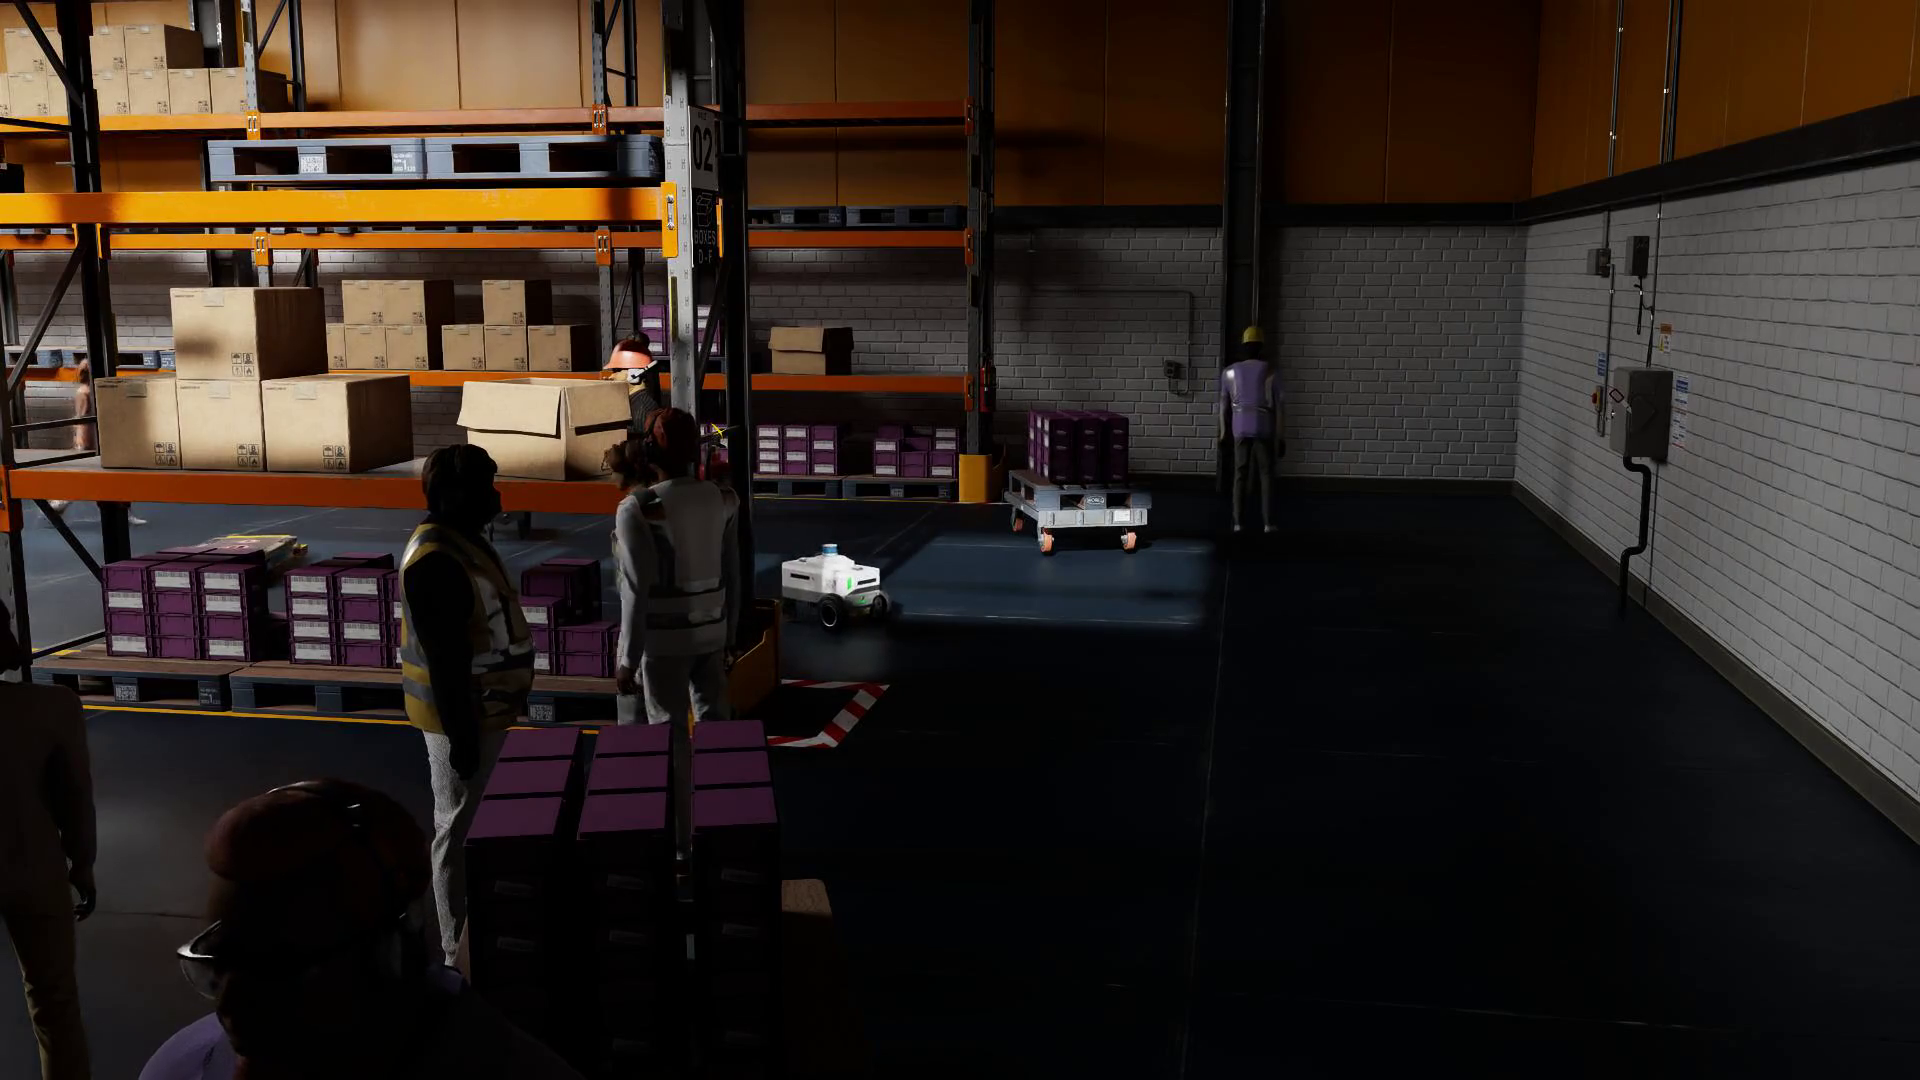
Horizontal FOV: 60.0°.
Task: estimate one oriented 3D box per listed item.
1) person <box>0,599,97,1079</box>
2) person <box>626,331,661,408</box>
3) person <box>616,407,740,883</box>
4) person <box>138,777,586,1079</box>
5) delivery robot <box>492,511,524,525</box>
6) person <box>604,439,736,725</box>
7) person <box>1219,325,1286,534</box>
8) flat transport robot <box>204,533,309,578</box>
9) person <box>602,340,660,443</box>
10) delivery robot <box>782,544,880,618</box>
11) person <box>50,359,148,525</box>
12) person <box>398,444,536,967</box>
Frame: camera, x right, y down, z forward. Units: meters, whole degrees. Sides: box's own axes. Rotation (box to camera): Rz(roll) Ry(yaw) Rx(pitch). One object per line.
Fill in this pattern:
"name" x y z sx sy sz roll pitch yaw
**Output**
"person" -2.487 0.911 4.281 0.501 1.636 0.280 -8 12 -40
"person" -3.050 -1.093 16.074 0.325 1.842 0.516 1 9 5
"person" -1.111 0.416 6.597 0.356 1.881 0.575 8 12 42
"person" -0.641 1.180 1.784 0.653 1.905 0.408 3 10 18
"delivery robot" -4.190 -0.363 15.246 0.477 0.478 0.707 -3 10 -18
"person" -1.457 0.314 8.050 0.622 1.608 0.552 -3 10 -18
"person" 2.686 -1.010 15.318 0.634 1.922 0.390 4 10 22
"flat transport robot" -5.756 0.138 13.302 0.652 0.197 1.431 -1 9 -6
"person" -1.992 -0.238 10.299 0.383 1.993 0.622 -3 10 -16
"delivery robot" -0.884 0.270 11.315 0.707 0.478 0.477 8 12 40
"person" -8.207 -0.912 15.689 0.728 1.620 0.523 -1 9 -6
"person" -1.648 0.593 5.626 0.429 1.844 0.627 -2 9 -10
